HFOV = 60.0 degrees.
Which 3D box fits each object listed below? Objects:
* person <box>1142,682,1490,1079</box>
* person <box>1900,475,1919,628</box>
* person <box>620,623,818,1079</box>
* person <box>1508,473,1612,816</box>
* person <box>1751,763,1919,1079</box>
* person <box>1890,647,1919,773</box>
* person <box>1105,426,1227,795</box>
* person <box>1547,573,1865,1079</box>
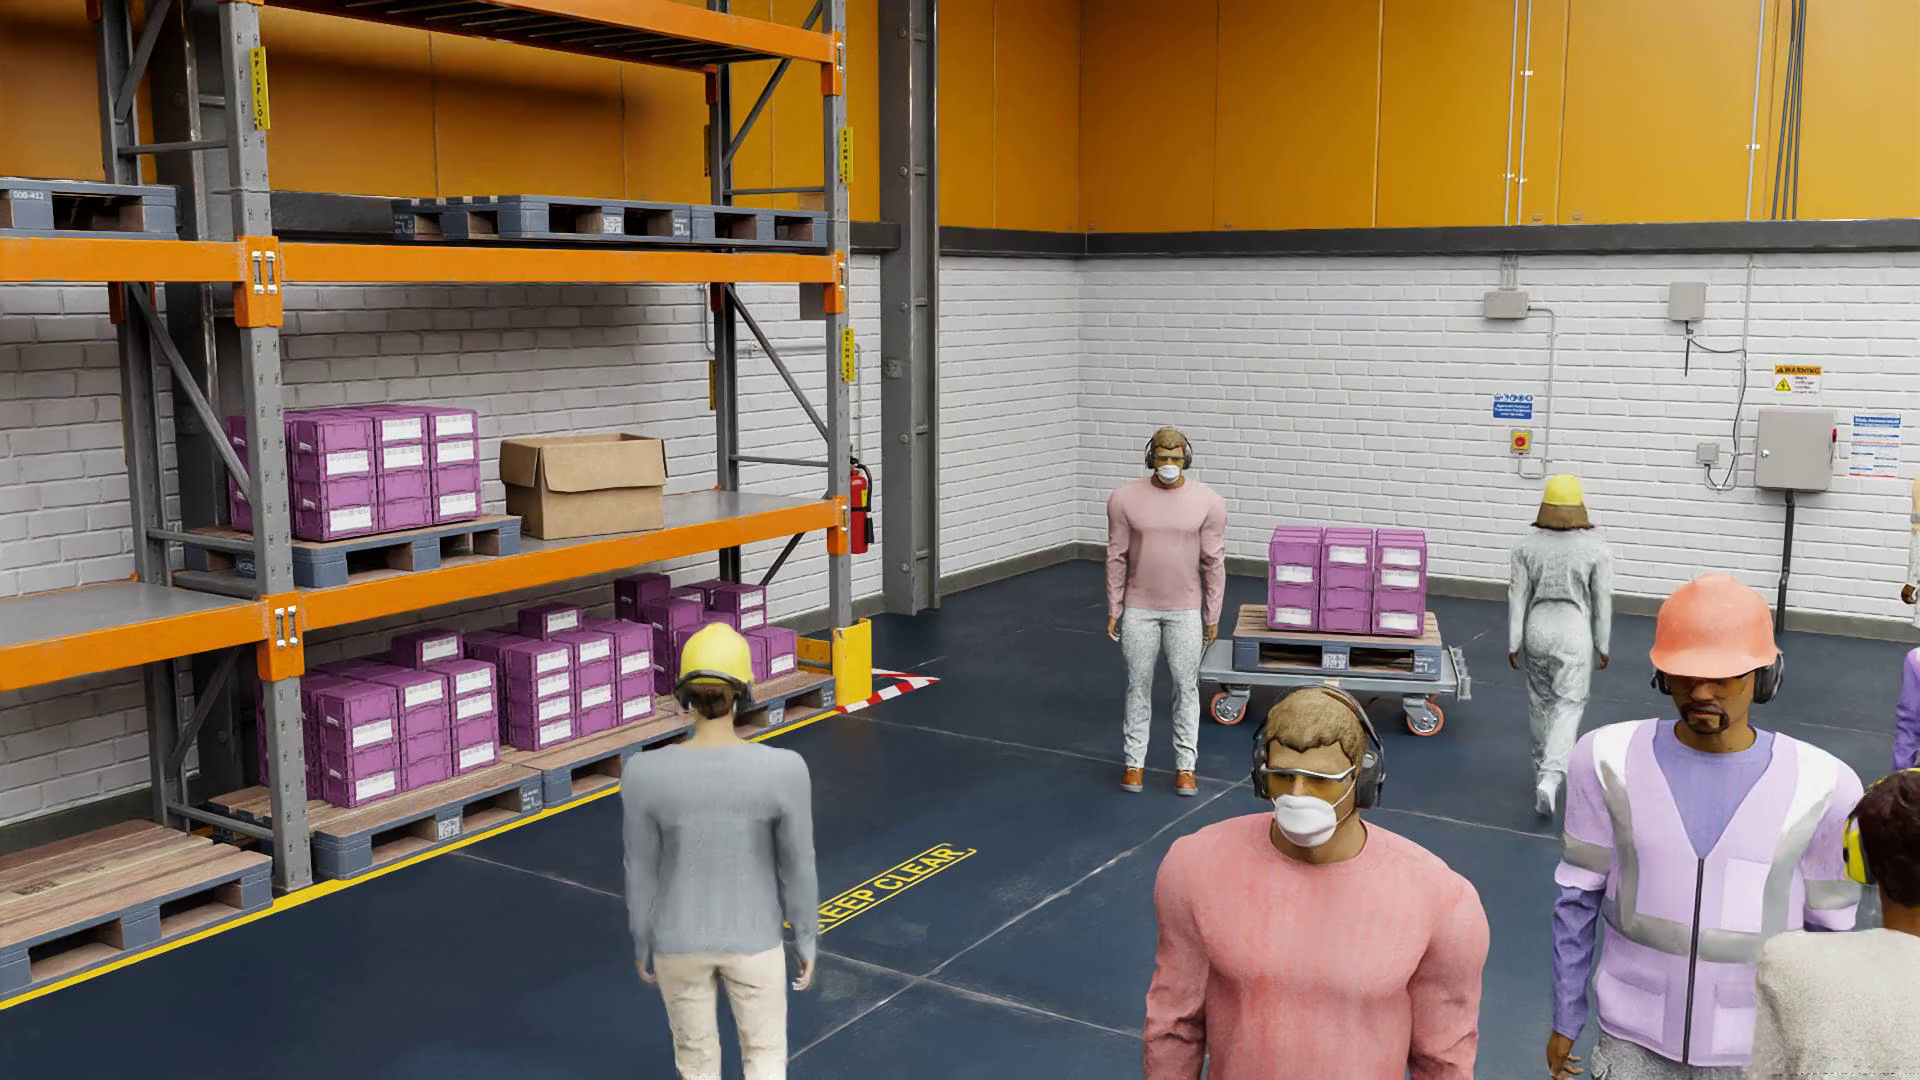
[{"bbox_3d":[0.646,1.216,3.147,0.630,1.940,0.372,3,9,19],"label":"person"},{"bbox_3d":[5.818,0.197,9.781,0.547,1.934,0.375,0,9,1],"label":"person"},{"bbox_3d":[-0.649,1.105,4.505,0.526,1.747,0.601,-1,9,-6],"label":"person"},{"bbox_3d":[3.024,0.515,8.448,0.487,1.719,0.837,5,10,30],"label":"person"},{"bbox_3d":[1.542,1.307,2.811,0.462,1.856,0.568,-6,11,-34],"label":"person"},{"bbox_3d":[3.631,0.933,5.989,0.508,1.629,0.317,5,10,30],"label":"person"},{"bbox_3d":[1.067,0.368,8.690,0.625,1.933,0.376,2,9,12],"label":"person"},{"bbox_3d":[1.618,1.081,3.681,0.615,2.042,0.374,5,10,28],"label":"person"}]
